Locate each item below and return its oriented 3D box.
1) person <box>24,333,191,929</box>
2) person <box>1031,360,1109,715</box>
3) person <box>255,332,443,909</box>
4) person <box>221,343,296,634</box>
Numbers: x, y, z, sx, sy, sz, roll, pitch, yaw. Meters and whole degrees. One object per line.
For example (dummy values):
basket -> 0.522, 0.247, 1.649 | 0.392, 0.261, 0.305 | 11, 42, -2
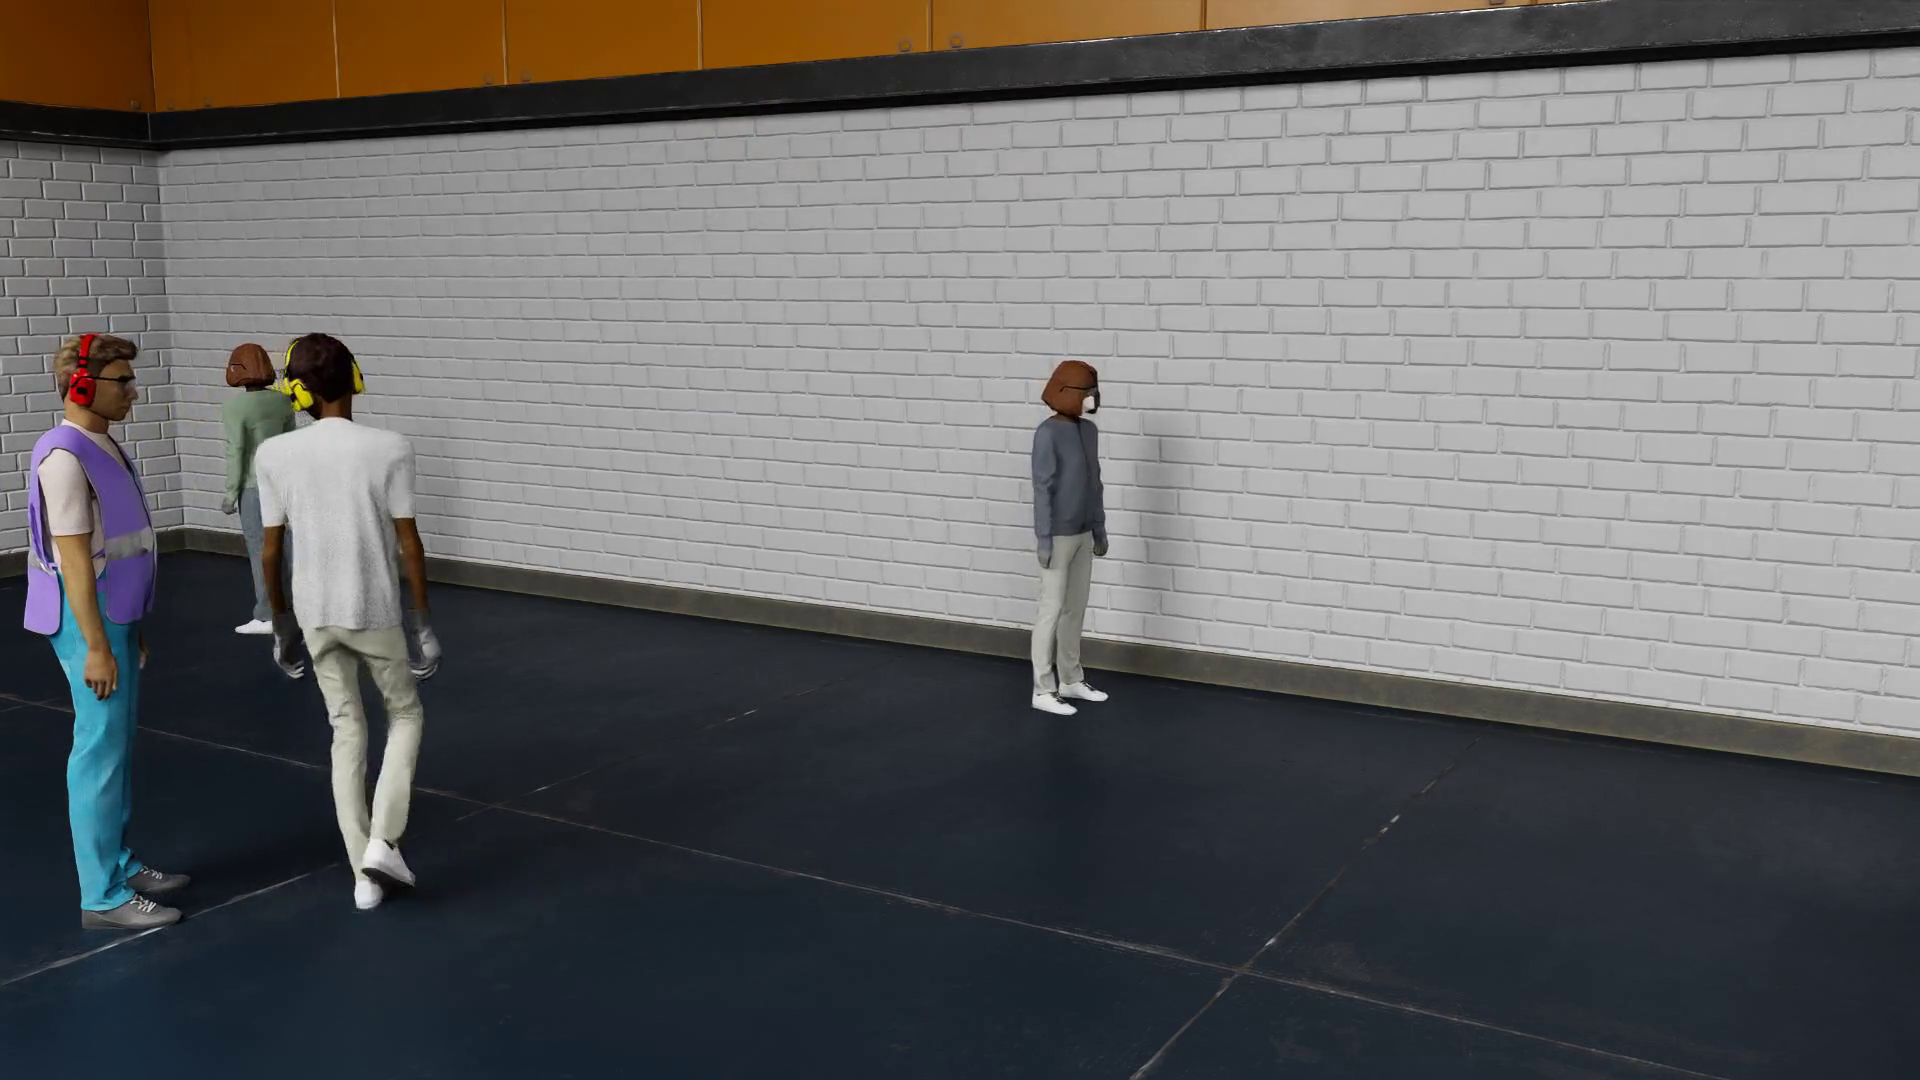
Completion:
person -> -2.676, 0.283, 5.175 | 0.389, 1.842, 0.566 | -3, 10, -19
person -> 0.506, -0.017, 7.706 | 0.278, 1.628, 0.506 | 6, 11, 33
person -> -1.916, 0.262, 5.314 | 0.551, 1.839, 0.392 | 0, 9, -3
person -> -3.936, -0.286, 9.372 | 0.279, 1.634, 0.497 | 4, 10, 23
